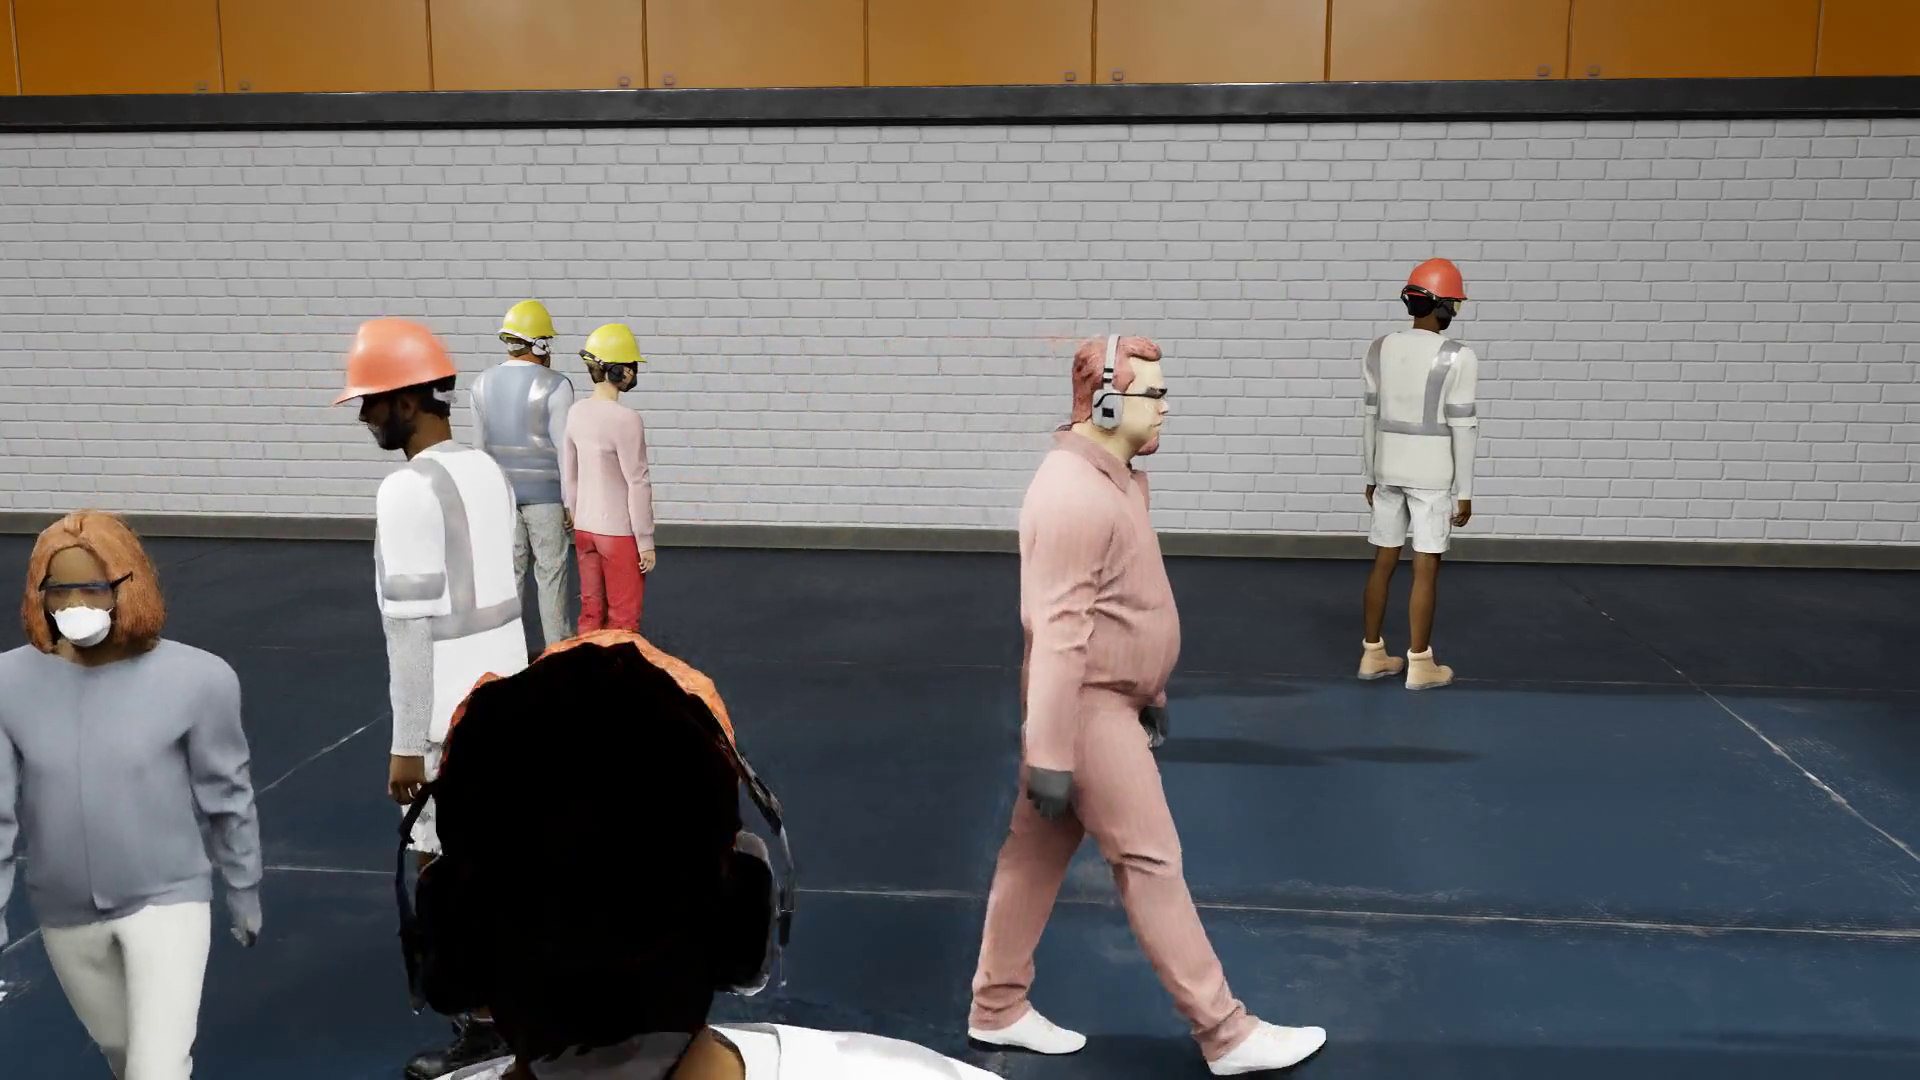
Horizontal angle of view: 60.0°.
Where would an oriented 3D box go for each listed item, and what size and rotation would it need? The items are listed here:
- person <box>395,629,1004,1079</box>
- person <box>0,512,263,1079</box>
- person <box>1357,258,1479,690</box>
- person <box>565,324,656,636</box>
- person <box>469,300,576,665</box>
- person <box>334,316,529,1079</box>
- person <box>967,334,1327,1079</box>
[{"bbox_3d":[-0.207,0.956,1.201,0.573,1.851,0.949,-3,10,-14],"label":"person"},{"bbox_3d":[-1.646,0.722,3.280,0.491,1.590,0.860,-1,10,-7],"label":"person"},{"bbox_3d":[2.179,-0.302,7.882,0.396,2.039,0.607,-8,13,-39],"label":"person"},{"bbox_3d":[-1.458,-0.028,7.058,0.535,1.767,0.316,10,14,44],"label":"person"},{"bbox_3d":[-2.064,-0.235,8.047,0.591,1.834,0.404,5,11,25],"label":"person"},{"bbox_3d":[-1.290,0.407,4.151,0.434,1.920,0.557,1,10,8],"label":"person"},{"bbox_3d":[0.450,0.433,4.124,0.951,1.860,0.679,1,10,6],"label":"person"}]
